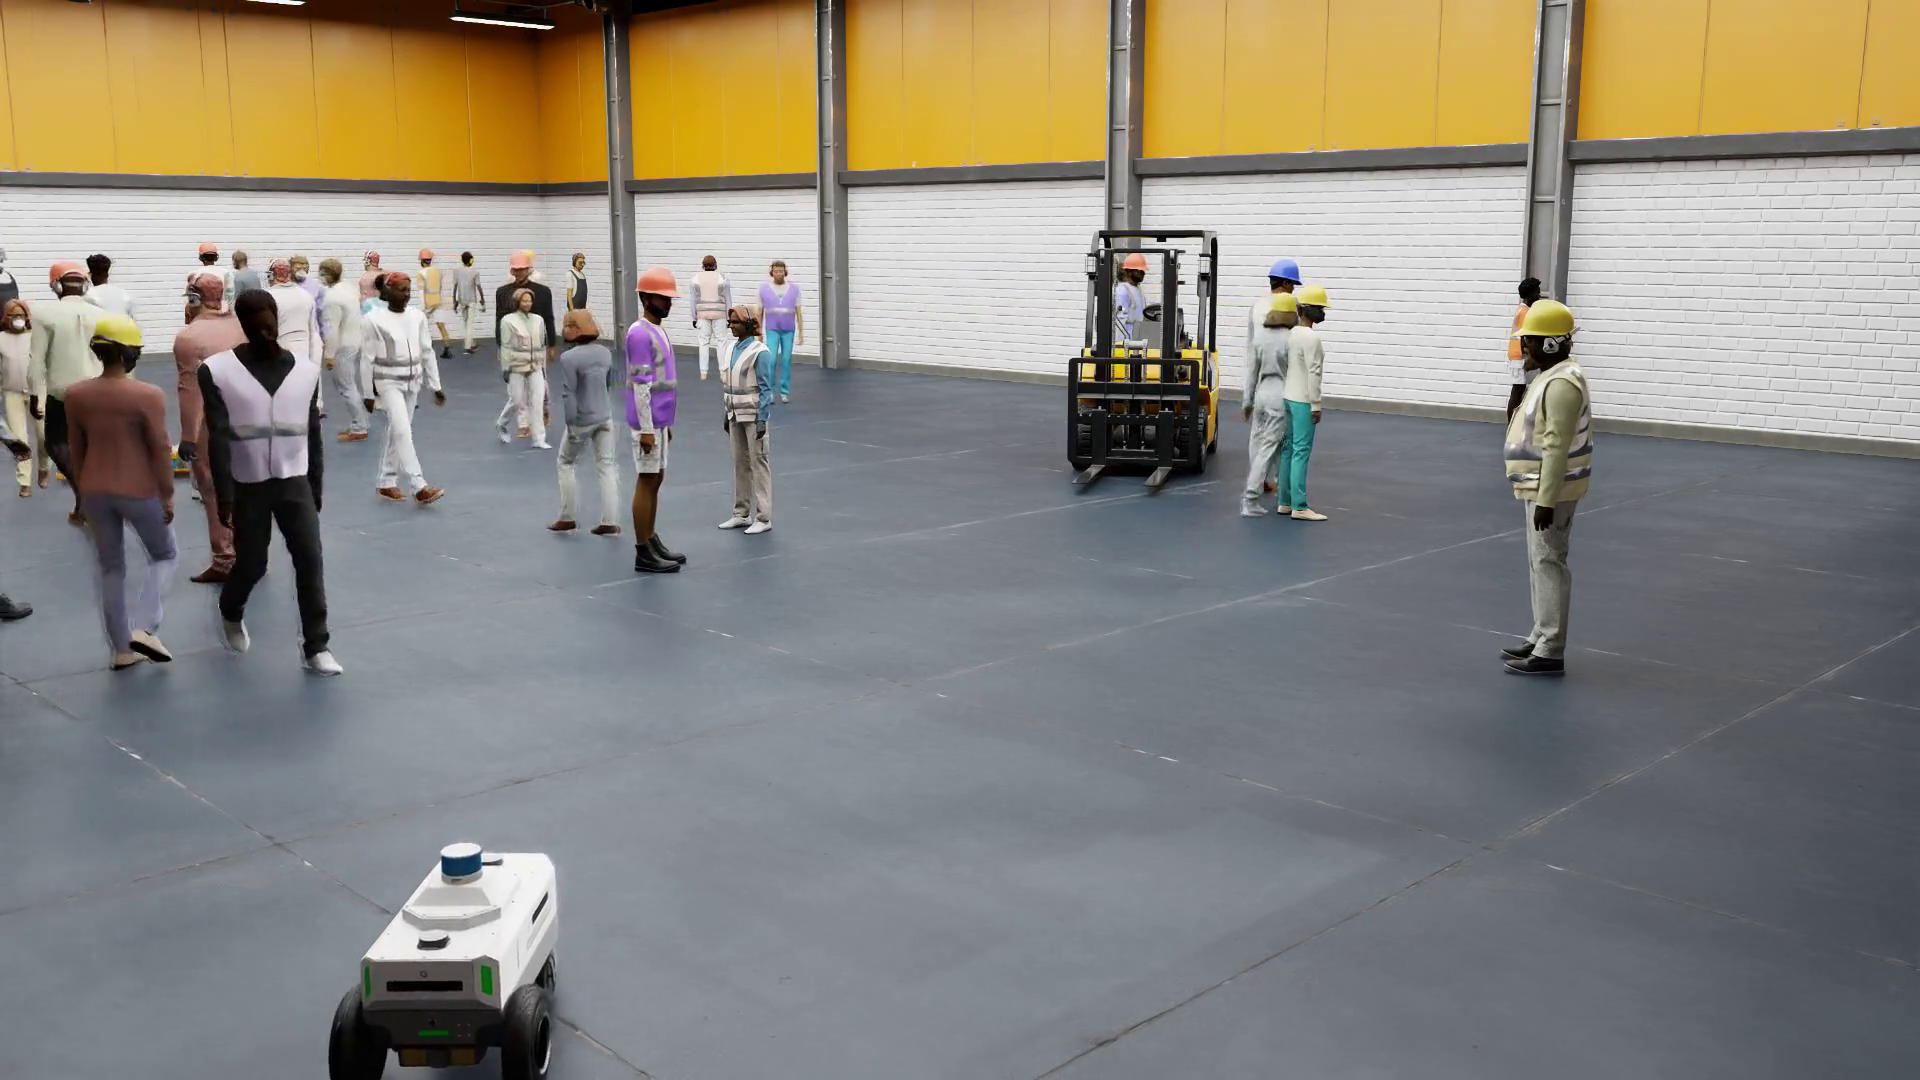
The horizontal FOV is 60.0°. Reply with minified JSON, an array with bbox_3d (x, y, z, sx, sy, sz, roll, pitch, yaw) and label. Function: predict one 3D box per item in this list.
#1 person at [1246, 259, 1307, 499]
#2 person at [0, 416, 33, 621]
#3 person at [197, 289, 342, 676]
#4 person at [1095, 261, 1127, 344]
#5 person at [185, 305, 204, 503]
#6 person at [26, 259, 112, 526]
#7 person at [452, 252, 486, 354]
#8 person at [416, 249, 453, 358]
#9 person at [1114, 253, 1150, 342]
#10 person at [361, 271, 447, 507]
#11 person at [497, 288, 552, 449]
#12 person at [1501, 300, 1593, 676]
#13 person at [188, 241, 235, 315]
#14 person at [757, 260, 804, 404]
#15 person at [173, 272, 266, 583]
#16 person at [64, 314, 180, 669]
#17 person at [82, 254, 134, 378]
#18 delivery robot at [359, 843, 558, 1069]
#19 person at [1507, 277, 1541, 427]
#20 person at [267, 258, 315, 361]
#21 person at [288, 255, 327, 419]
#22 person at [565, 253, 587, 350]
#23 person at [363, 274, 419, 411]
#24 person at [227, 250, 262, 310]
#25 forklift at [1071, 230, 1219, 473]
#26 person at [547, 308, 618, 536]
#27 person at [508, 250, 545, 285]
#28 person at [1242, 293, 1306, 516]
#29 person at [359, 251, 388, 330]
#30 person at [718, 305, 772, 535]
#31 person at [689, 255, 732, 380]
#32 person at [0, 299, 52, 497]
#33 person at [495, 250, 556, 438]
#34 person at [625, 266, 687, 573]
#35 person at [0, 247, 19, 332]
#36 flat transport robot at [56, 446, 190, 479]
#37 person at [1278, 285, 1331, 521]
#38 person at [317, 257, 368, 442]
[{"bbox_3d":[2.582,-1.304,13.536,0.402,1.938,0.604,-6,12,-31],"label":"person"},{"bbox_3d":[-5.486,-0.500,9.221,0.540,1.912,0.578,-3,11,-17],"label":"person"},{"bbox_3d":[-3.408,-0.287,8.141,0.594,1.888,0.778,-10,14,-42],"label":"person"},{"bbox_3d":[1.941,-2.483,20.275,0.636,1.827,0.680,-7,13,-34],"label":"person"},{"bbox_3d":[-6.064,-1.117,13.339,0.310,1.636,0.523,-7,13,-35],"label":"person"},{"bbox_3d":[-6.442,-1.060,12.153,0.645,1.953,0.663,8,13,38],"label":"person"},{"bbox_3d":[-8.885,-4.308,30.222,0.551,1.827,0.942,2,11,9],"label":"person"},{"bbox_3d":[-9.226,-4.100,28.949,1.020,1.885,0.563,8,13,39],"label":"person"},{"bbox_3d":[1.921,-2.206,18.459,0.373,1.934,0.551,5,12,27],"label":"person"},{"bbox_3d":[-4.348,-1.187,13.142,0.944,1.838,0.578,6,12,31],"label":"person"},{"bbox_3d":[-4.410,-1.727,16.714,0.695,1.614,0.526,10,14,42],"label":"person"},{"bbox_3d":[2.856,-0.252,8.125,0.403,1.825,0.591,3,11,14],"label":"person"},{"bbox_3d":[-10.427,-3.131,23.209,0.373,2.043,0.615,10,14,43],"label":"person"},{"bbox_3d":[-2.258,-2.621,21.044,0.568,1.824,0.641,-3,11,-14],"label":"person"},{"bbox_3d":[-4.593,-0.690,10.281,0.403,1.904,0.651,3,11,17],"label":"person"},{"bbox_3d":[-4.104,-0.230,8.188,0.538,1.753,0.367,0,10,2],"label":"person"},{"bbox_3d":[-8.713,-1.936,16.964,0.595,1.940,0.632,5,12,26],"label":"person"},{"bbox_3d":[-1.284,1.031,4.319,0.477,0.478,0.707,0,10,-1],"label":"delivery robot"},{"bbox_3d":[5.947,-1.918,17.565,0.320,1.694,0.532,4,11,21],"label":"person"},{"bbox_3d":[-6.531,-1.757,16.088,0.406,1.910,0.636,5,12,26],"label":"person"},{"bbox_3d":[-7.630,-2.339,19.286,0.664,1.892,0.940,-6,12,-31],"label":"person"},{"bbox_3d":[-6.325,-3.826,27.560,0.344,1.839,0.505,3,11,15],"label":"person"},{"bbox_3d":[-6.905,-2.368,20.071,0.540,1.655,0.854,-9,14,-40],"label":"person"},{"bbox_3d":[-10.644,-3.311,24.586,0.879,1.901,0.628,0,10,-1],"label":"person"},{"bbox_3d":[1.804,-1.825,15.677,1.214,2.155,2.313,2,11,13],"label":"forklift"},{"bbox_3d":[-2.695,-0.832,11.842,0.638,1.612,0.512,8,13,35],"label":"person"},{"bbox_3d":[-6.904,-3.661,26.509,0.593,1.891,0.732,-2,11,-9],"label":"person"},{"bbox_3d":[2.450,-1.044,12.782,0.785,1.706,0.479,-8,13,-38],"label":"person"},{"bbox_3d":[-8.400,-3.184,23.873,0.409,1.908,0.639,3,11,14],"label":"person"},{"bbox_3d":[-1.531,-0.865,11.956,0.308,1.640,0.511,-9,14,-41],"label":"person"},{"bbox_3d":[-3.679,-3.293,24.644,0.625,1.845,0.429,0,10,-2],"label":"person"},{"bbox_3d":[-7.740,-1.187,13.781,0.510,1.618,0.648,-6,12,-28],"label":"person"},{"bbox_3d":[-4.613,-2.086,17.683,0.623,1.976,0.573,0,10,-3],"label":"person"},{"bbox_3d":[-1.934,-0.765,10.607,0.376,1.934,0.547,0,10,2],"label":"person"},{"bbox_3d":[-13.182,-3.035,22.694,0.863,2.000,0.694,3,11,18],"label":"person"},{"bbox_3d":[-7.238,-0.709,14.842,1.431,0.197,0.652,-4,11,-23],"label":"flat transport robot"},{"bbox_3d":[2.599,-1.032,12.531,0.329,1.764,0.524,-2,11,-8],"label":"person"},{"bbox_3d":[-6.335,-1.936,17.073,0.399,1.910,0.671,-2,11,-9],"label":"person"}]
